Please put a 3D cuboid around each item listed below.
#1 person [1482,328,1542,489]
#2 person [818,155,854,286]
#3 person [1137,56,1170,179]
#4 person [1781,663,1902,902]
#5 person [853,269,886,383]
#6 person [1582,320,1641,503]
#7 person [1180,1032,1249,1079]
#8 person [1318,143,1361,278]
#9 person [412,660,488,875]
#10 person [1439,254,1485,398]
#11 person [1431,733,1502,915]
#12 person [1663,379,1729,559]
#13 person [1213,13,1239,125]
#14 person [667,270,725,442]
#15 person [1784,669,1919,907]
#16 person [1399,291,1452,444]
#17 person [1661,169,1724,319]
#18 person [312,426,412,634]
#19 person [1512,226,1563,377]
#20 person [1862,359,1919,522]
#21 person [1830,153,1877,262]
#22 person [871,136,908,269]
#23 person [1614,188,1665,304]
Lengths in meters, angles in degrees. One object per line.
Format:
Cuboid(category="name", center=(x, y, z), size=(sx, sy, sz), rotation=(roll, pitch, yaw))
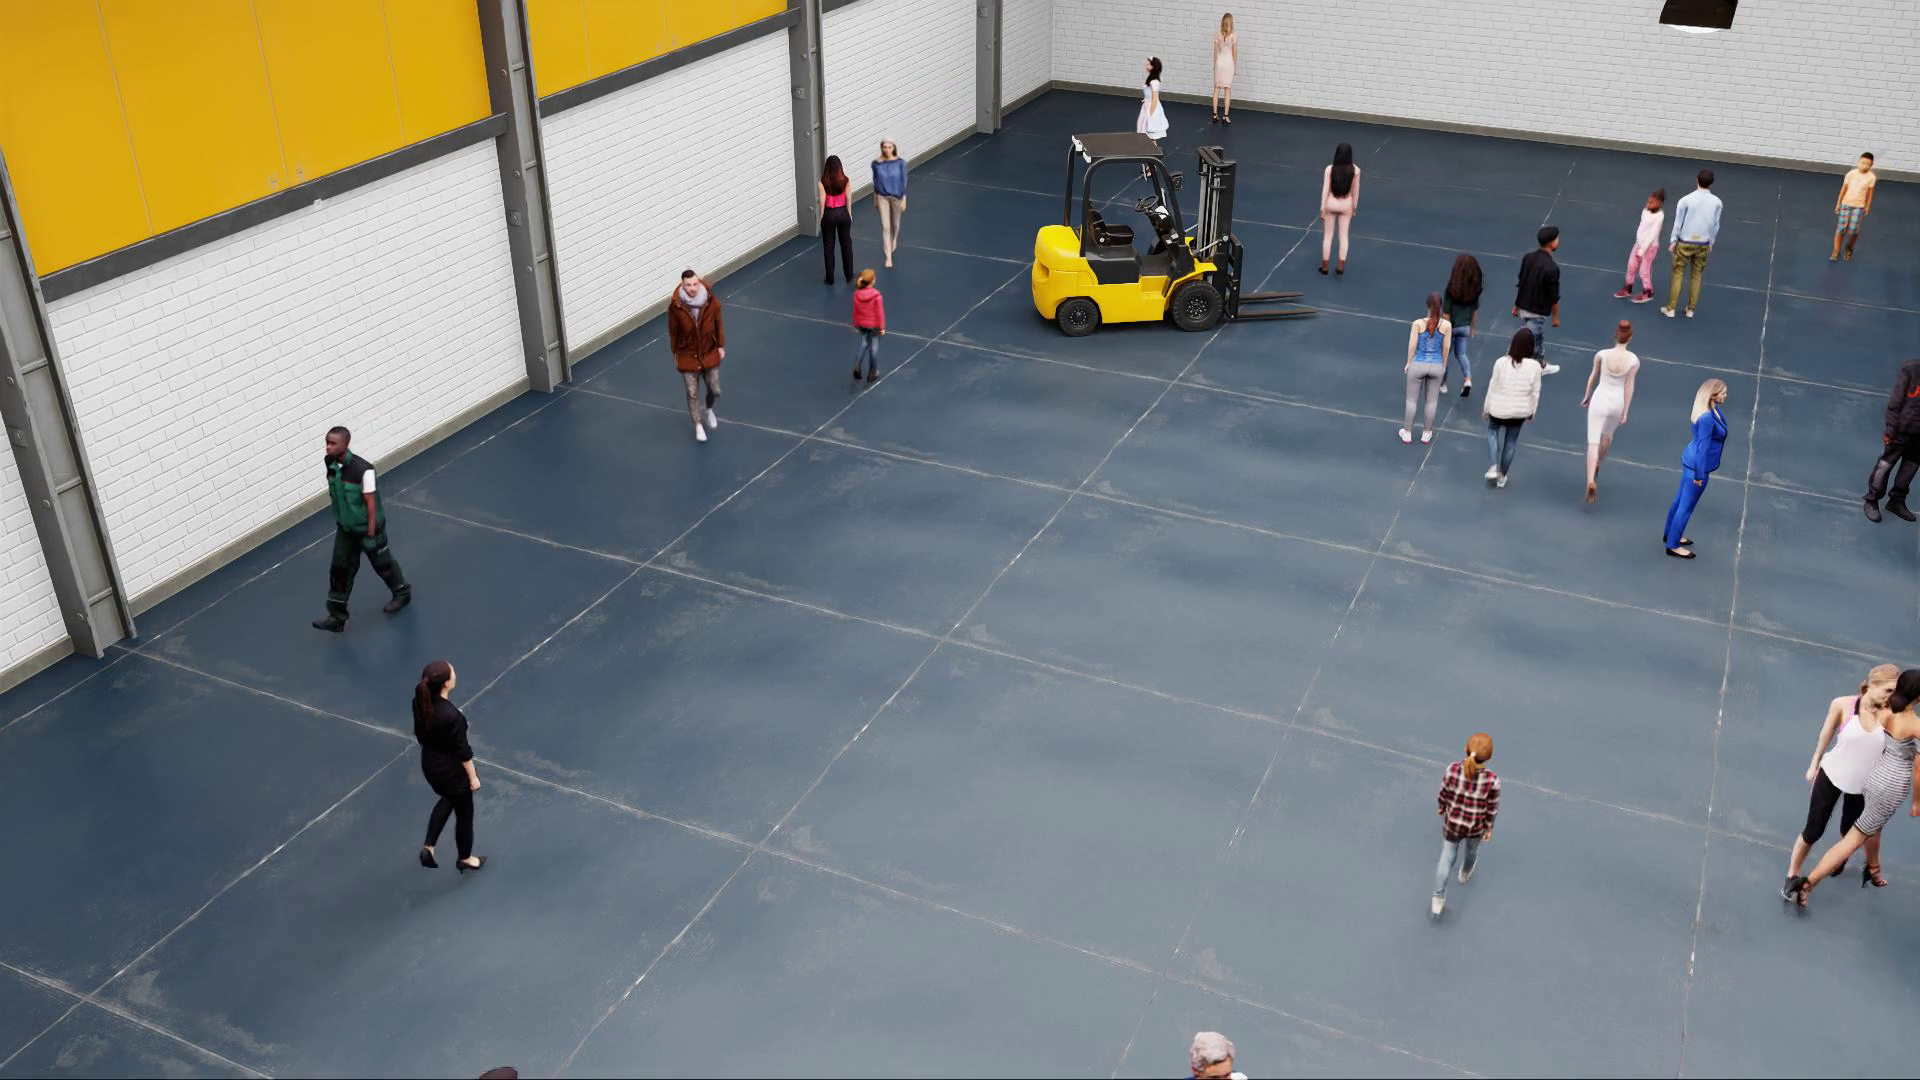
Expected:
Cuboid(category="person", center=(5.292, -1.241, 16.001), size=(0.697, 1.630, 0.650), rotation=(7, 29, 12))
Cuboid(category="person", center=(-1.586, -4.092, 21.197), size=(0.651, 1.660, 0.704), rotation=(-9, 30, -16))
Cuboid(category="person", center=(2.915, -6.441, 25.341), size=(0.880, 1.816, 0.799), rotation=(1, 29, 1))
Cuboid(category="person", center=(5.778, 1.547, 10.765), size=(0.633, 1.751, 0.856), rotation=(16, 32, 26))
Cuboid(category="person", center=(-1.030, -2.341, 18.354), size=(0.515, 1.308, 0.651), rotation=(13, 31, 23))
Cuboid(category="person", center=(6.106, -1.178, 15.762), size=(0.601, 1.748, 1.078), rotation=(12, 31, 21))
Cuboid(category="person", center=(1.138, 3.042, 7.932), size=(0.704, 1.839, 0.782), rotation=(-13, 31, -22))
Cuboid(category="person", center=(4.878, -4.262, 21.445), size=(0.693, 1.720, 0.662), rotation=(1, 29, 2))
Cuboid(category="person", center=(-3.408, 1.556, 10.853), size=(0.685, 1.650, 0.760), rotation=(20, 34, 32))
Cuboid(category="person", center=(5.377, -2.262, 17.904), size=(0.902, 1.600, 1.008), rotation=(-6, 29, -12))
Cuboid(category="person", center=(3.234, 1.837, 10.720), size=(0.549, 1.284, 0.911), rotation=(14, 32, 24))
Cuboid(category="person", center=(6.562, -0.658, 14.860), size=(0.686, 1.700, 0.508), rotation=(9, 30, 16))
Cuboid(category="person", center=(4.466, -7.984, 28.154), size=(0.585, 1.830, 0.519), rotation=(16, 32, 27))
Cuboid(category="person", center=(-2.701, -1.923, 17.045), size=(0.909, 1.827, 0.967), rotation=(-9, 30, -15))
Cuboid(category="person", center=(5.759, 1.629, 10.583), size=(1.105, 1.779, 1.101), rotation=(-7, 29, -13))
Cuboid(category="person", center=(4.755, -1.760, 16.974), size=(0.632, 1.610, 0.643), rotation=(3, 29, 5))
Cuboid(category="person", center=(8.855, -3.579, 20.099), size=(0.735, 1.811, 0.666), rotation=(5, 29, 8))
Cuboid(category="person", center=(-4.894, -0.136, 13.812), size=(0.739, 1.786, 1.166), rotation=(15, 32, 25))
Cuboid(category="person", center=(6.213, -2.515, 18.193), size=(1.219, 1.768, 1.181), rotation=(-9, 30, -16))
Cuboid(category="person", center=(8.853, -1.072, 15.488), size=(0.793, 1.825, 0.786), rotation=(-2, 29, -3))
Cuboid(category="person", center=(11.838, -4.434, 22.042), size=(0.569, 1.451, 0.591), rotation=(18, 33, 29))
Cuboid(category="person", center=(-0.925, -4.491, 21.926), size=(0.998, 1.662, 1.233), rotation=(-2, 29, -4))
Cuboid(category="person", center=(8.559, -3.657, 20.620), size=(0.803, 1.448, 0.745), rotation=(-7, 29, -12))
